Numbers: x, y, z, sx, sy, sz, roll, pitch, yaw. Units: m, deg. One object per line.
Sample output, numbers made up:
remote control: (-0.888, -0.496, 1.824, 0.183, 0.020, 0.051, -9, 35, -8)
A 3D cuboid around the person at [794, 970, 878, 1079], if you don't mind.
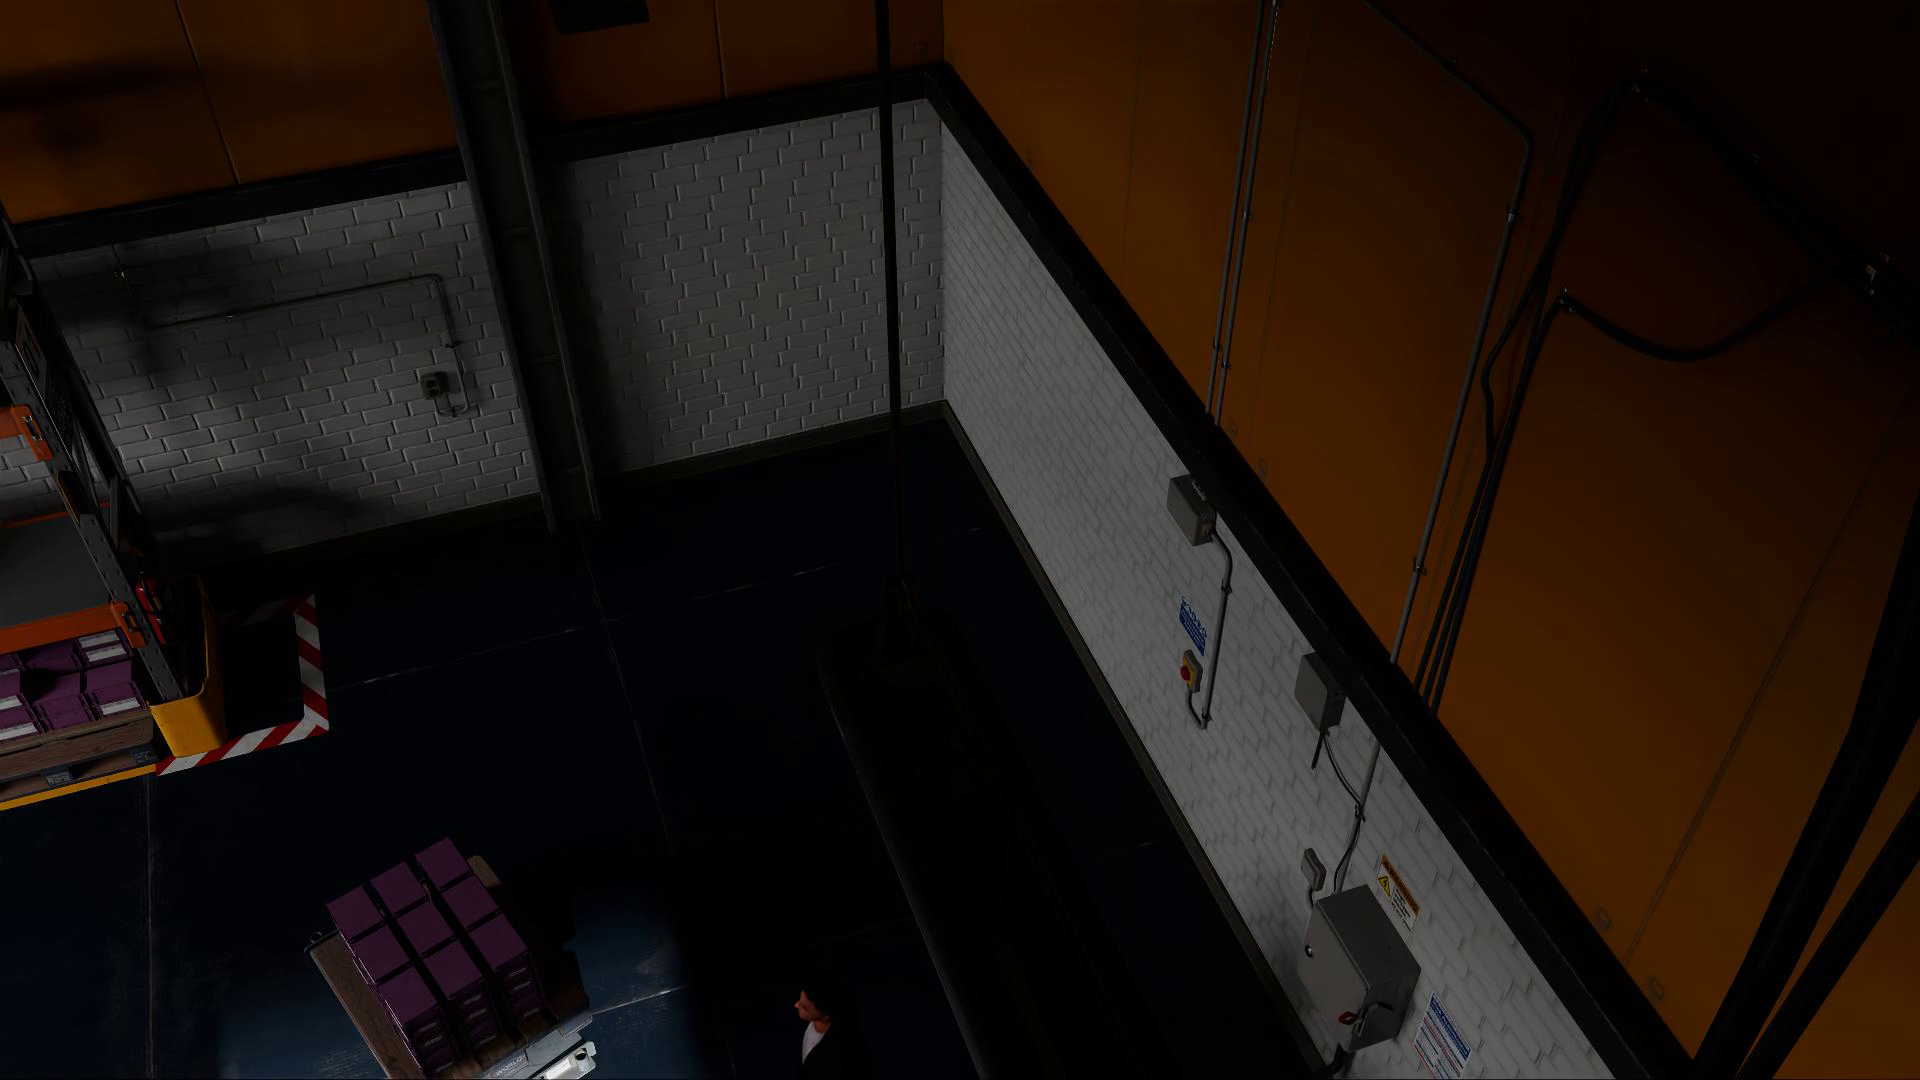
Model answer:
person: (-0.594, 2.615, 8.089, 0.582, 1.813, 0.686, -13, 45, -13)
